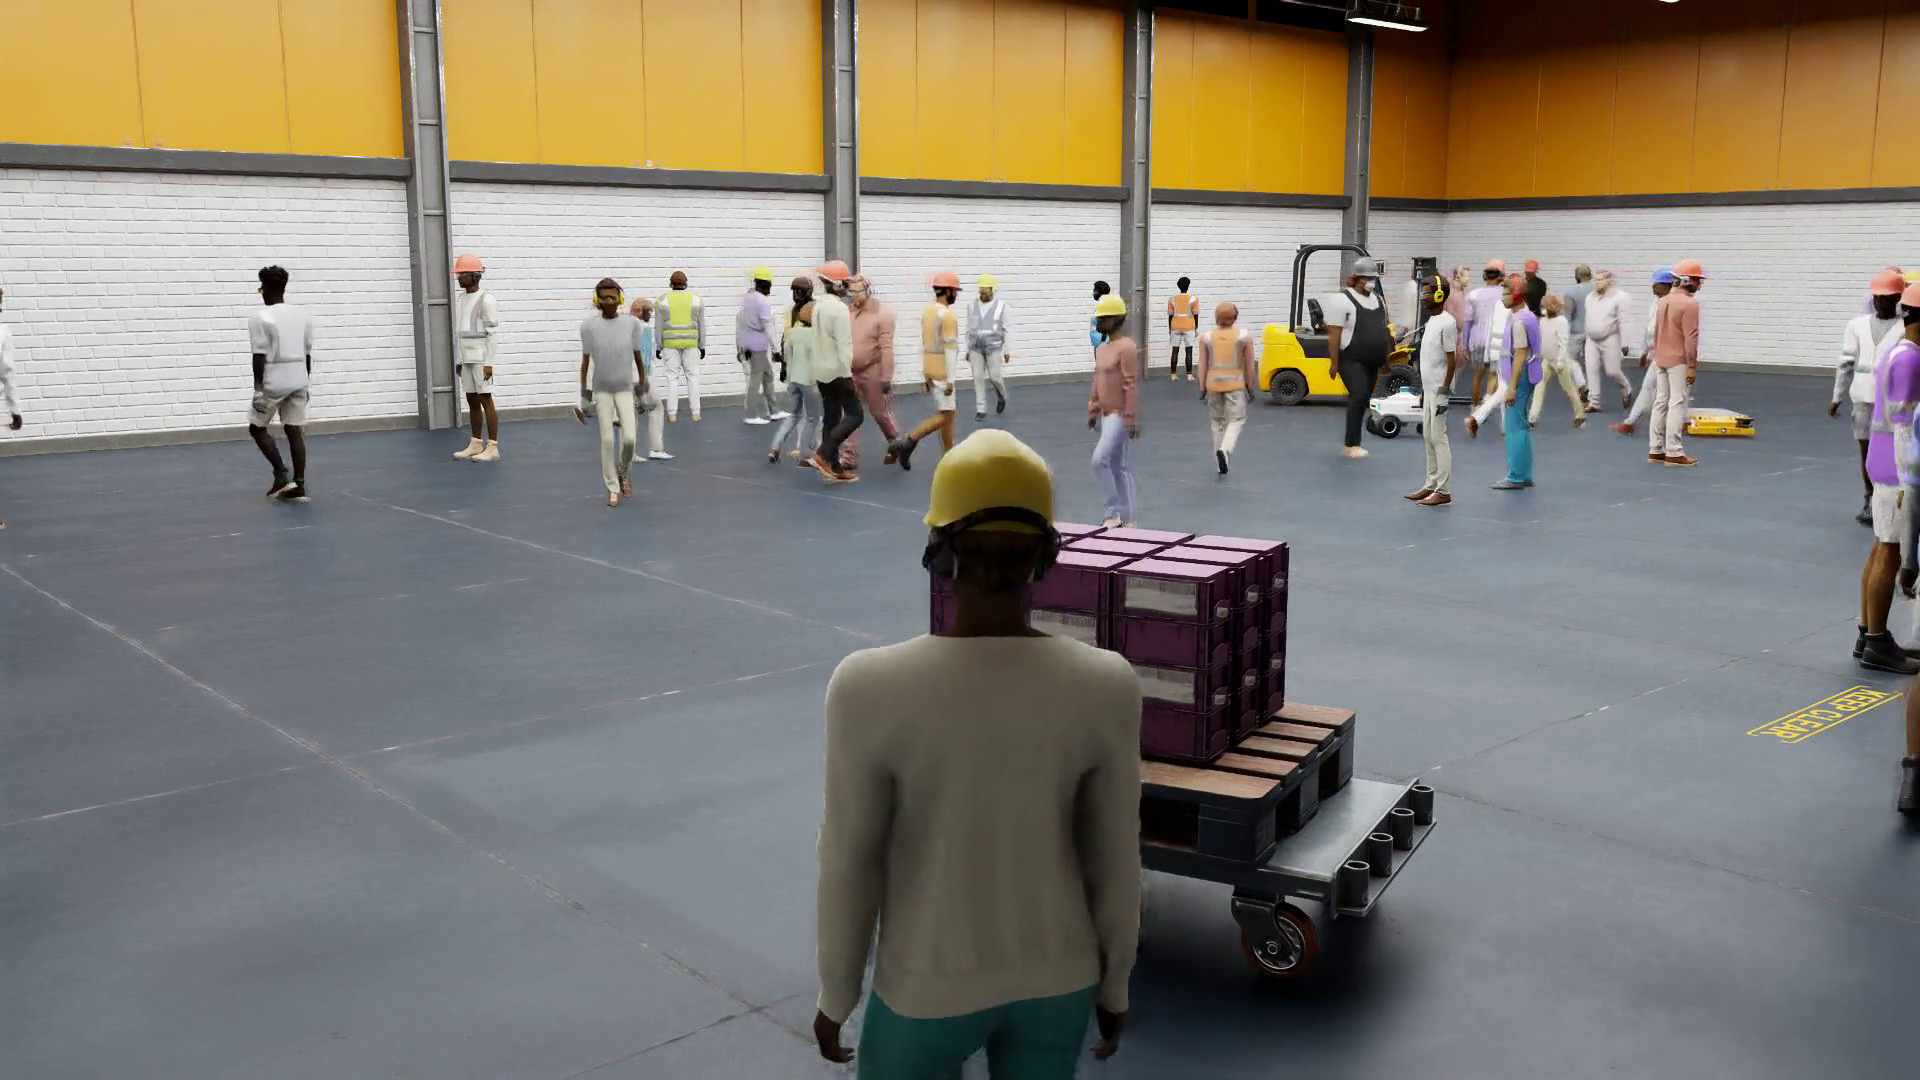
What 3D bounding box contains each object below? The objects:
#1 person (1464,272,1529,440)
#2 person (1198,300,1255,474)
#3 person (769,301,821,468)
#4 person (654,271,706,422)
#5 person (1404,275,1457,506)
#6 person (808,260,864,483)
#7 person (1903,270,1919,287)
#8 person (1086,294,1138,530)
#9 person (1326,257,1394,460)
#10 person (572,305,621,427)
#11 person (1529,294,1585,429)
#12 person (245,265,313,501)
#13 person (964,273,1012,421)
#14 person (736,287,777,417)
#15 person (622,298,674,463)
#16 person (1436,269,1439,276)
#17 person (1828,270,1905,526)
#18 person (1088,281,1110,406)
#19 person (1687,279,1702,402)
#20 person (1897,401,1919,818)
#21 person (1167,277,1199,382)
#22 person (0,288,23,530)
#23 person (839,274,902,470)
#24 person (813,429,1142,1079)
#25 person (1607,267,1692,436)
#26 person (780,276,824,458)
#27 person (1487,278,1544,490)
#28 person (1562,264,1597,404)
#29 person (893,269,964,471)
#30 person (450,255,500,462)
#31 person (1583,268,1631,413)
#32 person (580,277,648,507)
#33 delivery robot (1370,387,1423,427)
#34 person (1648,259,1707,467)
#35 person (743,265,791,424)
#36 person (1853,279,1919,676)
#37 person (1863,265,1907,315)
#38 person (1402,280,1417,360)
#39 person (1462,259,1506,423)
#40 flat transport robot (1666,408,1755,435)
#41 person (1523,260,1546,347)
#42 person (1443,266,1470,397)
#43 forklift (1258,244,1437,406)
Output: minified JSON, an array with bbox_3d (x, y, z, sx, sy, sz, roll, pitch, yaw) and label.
[{"bbox_3d":[5.887,-1.992,18.182,0.831,1.860,0.633,-3,10,-17],"label":"person"},{"bbox_3d":[2.433,-1.391,15.296,0.524,1.622,0.612,4,11,23],"label":"person"},{"bbox_3d":[-1.532,-1.471,15.834,0.518,1.604,0.530,-8,12,-39],"label":"person"},{"bbox_3d":[-3.430,-2.370,20.398,0.633,1.841,0.429,-3,10,-15],"label":"person"},{"bbox_3d":[3.859,-1.211,13.534,0.310,1.868,0.534,0,10,-2],"label":"person"},{"bbox_3d":[-1.101,-1.470,14.703,0.442,1.983,0.639,-5,11,-29],"label":"person"},{"bbox_3d":[13.155,-2.825,23.130,0.596,1.825,0.403,5,11,27],"label":"person"},{"bbox_3d":[1.057,-0.886,11.989,0.541,1.749,0.542,-3,10,-17],"label":"person"},{"bbox_3d":[4.063,-1.822,16.606,0.687,2.000,0.671,-7,12,-35],"label":"person"},{"bbox_3d":[-4.231,-2.110,19.513,0.597,1.613,0.529,-3,10,-15],"label":"person"},{"bbox_3d":[6.982,-2.082,19.466,0.887,1.583,0.539,-3,10,-18],"label":"person"},{"bbox_3d":[-5.591,-1.273,13.651,0.431,1.947,0.643,5,11,27],"label":"person"},{"bbox_3d":[0.347,-2.389,20.588,0.598,1.816,0.585,4,10,20],"label":"person"},{"bbox_3d":[-2.553,-2.351,20.886,0.514,1.636,0.314,-1,10,-4],"label":"person"},{"bbox_3d":[-3.096,-1.562,16.314,0.595,1.608,0.541,-8,13,-40],"label":"person"},{"bbox_3d":[8.396,-3.950,29.705,0.632,1.829,0.433,-3,10,-16],"label":"person"},{"bbox_3d":[6.881,-1.064,12.555,0.747,1.911,0.554,-8,12,-38],"label":"person"},{"bbox_3d":[1.882,-2.599,22.164,0.318,1.696,0.536,0,10,-3],"label":"person"},{"bbox_3d":[10.054,-2.803,22.974,0.413,1.824,0.633,9,13,41],"label":"person"},{"bbox_3d":[3.646,0.079,5.963,0.556,1.916,0.884,9,13,43],"label":"person"},{"bbox_3d":[3.606,-3.402,26.886,0.531,1.694,0.320,4,11,23],"label":"person"},{"bbox_3d":[-7.207,-0.969,12.173,0.440,1.848,0.619,4,10,22],"label":"person"},{"bbox_3d":[-0.870,-1.597,15.846,0.648,1.863,0.937,5,11,29],"label":"person"},{"bbox_3d":[0.044,0.704,2.643,0.538,1.750,0.449,-3,10,-16],"label":"person"},{"bbox_3d":[7.841,-2.099,18.652,1.027,1.894,0.635,0,10,0],"label":"person"},{"bbox_3d":[-1.554,-1.714,16.612,0.437,1.822,0.641,-8,13,-39],"label":"person"},{"bbox_3d":[4.822,-1.344,14.442,0.472,1.828,0.631,4,10,21],"label":"person"},{"bbox_3d":[8.538,-2.803,22.722,0.691,1.913,0.469,-1,10,-7],"label":"person"},{"bbox_3d":[-0.247,-1.541,15.355,0.778,1.912,0.545,-5,11,-25],"label":"person"},{"bbox_3d":[-4.796,-1.782,16.394,0.605,2.034,0.391,9,13,42],"label":"person"},{"bbox_3d":[8.403,-2.579,21.537,0.723,1.881,0.659,-7,12,-35],"label":"person"},{"bbox_3d":[-2.800,-1.189,13.443,0.554,1.850,0.410,-2,10,-13],"label":"person"},{"bbox_3d":[4.976,-1.475,18.646,0.707,0.478,0.477,-1,10,-4],"label":"delivery robot"},{"bbox_3d":[6.946,-1.710,16.094,0.392,1.991,0.613,-1,10,-7],"label":"person"},{"bbox_3d":[-2.290,-2.343,20.055,0.763,1.901,0.606,-5,11,-26],"label":"person"},{"bbox_3d":[4.634,-0.318,8.124,0.374,1.932,0.542,4,11,24],"label":"person"},{"bbox_3d":[11.919,-2.571,21.392,0.651,1.904,0.403,3,10,16],"label":"person"},{"bbox_3d":[6.825,-3.172,24.881,0.467,1.914,0.734,-1,10,-4],"label":"person"},{"bbox_3d":[6.386,-2.396,20.154,0.610,1.993,0.825,6,11,30],"label":"person"},{"bbox_3d":[8.611,-1.384,19.214,0.652,0.197,1.431,1,10,8],"label":"flat transport robot"},{"bbox_3d":[10.409,-4.124,30.349,0.664,1.945,0.611,-7,12,-36],"label":"person"},{"bbox_3d":[6.944,-2.906,23.413,0.426,1.887,0.687,7,12,37],"label":"person"},{"bbox_3d":[5.256,-2.933,22.661,2.313,2.155,1.214,3,10,16],"label":"forklift"}]
